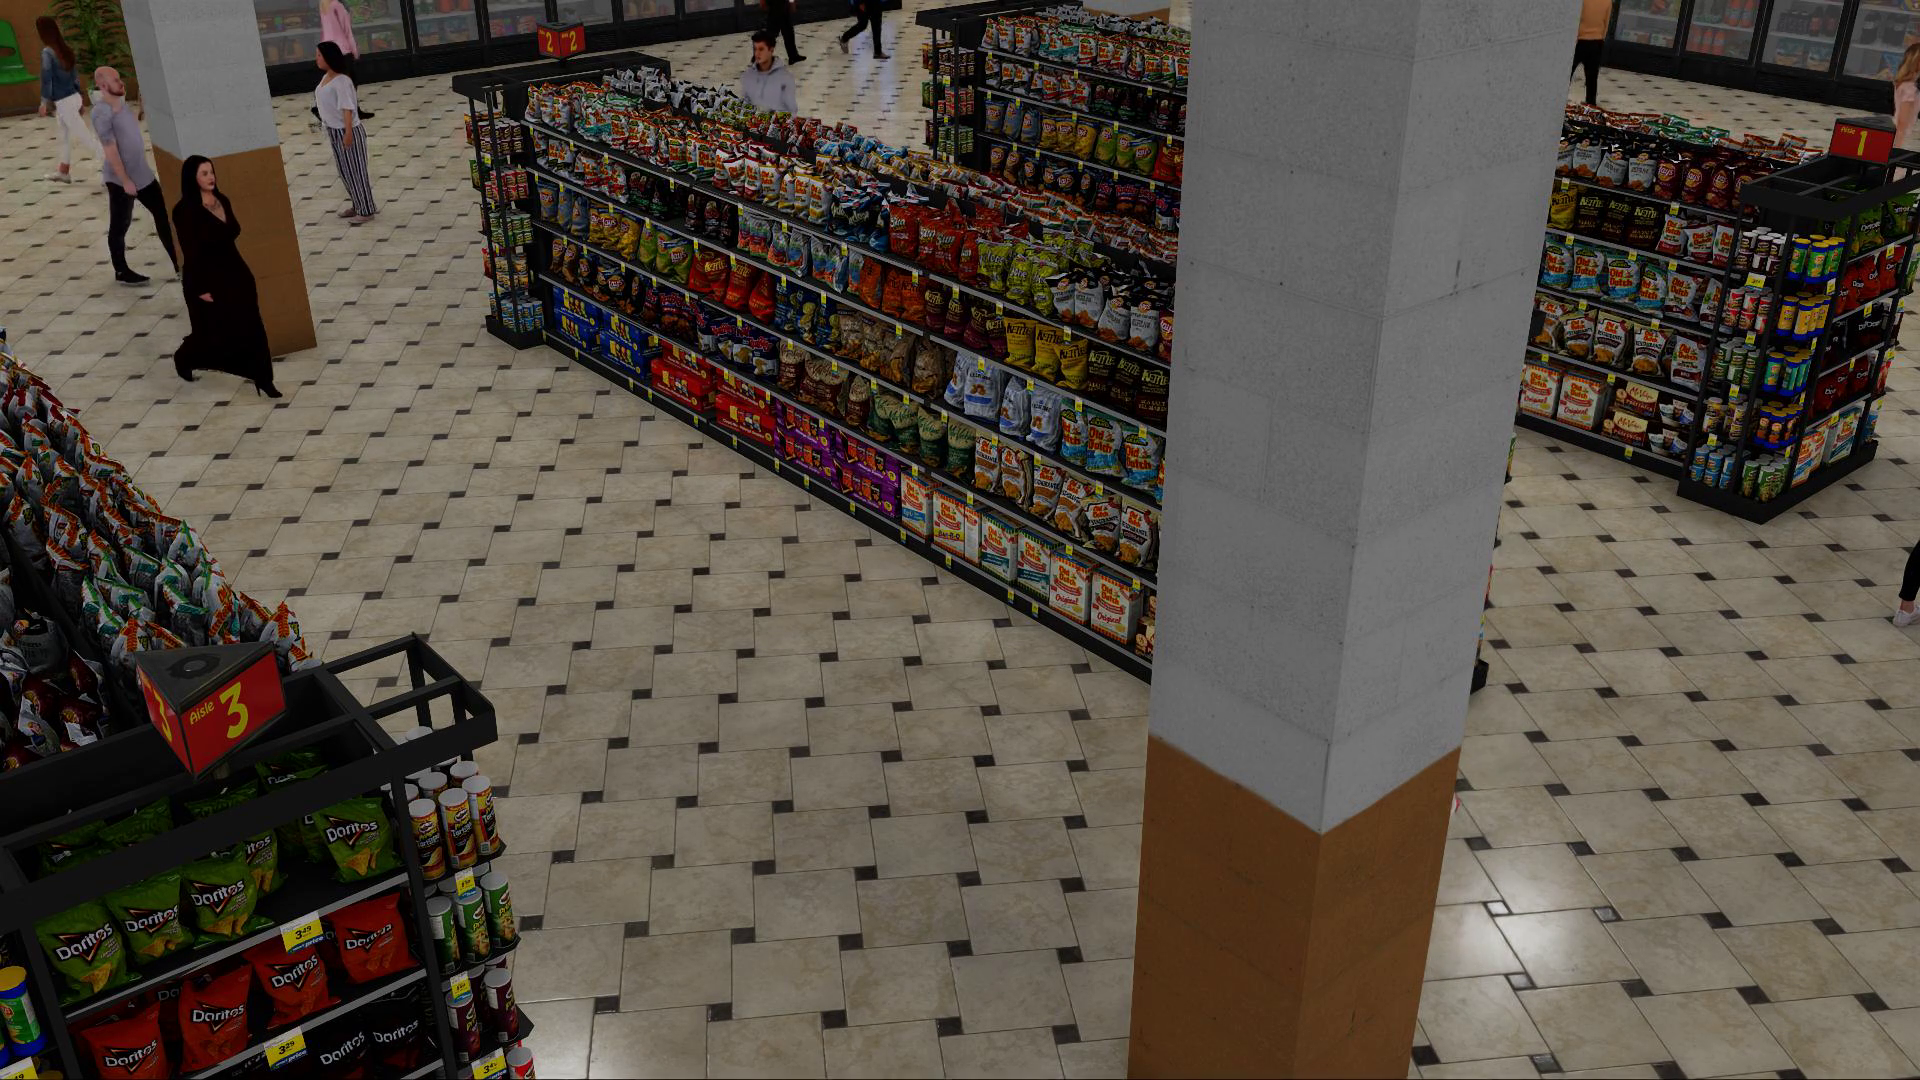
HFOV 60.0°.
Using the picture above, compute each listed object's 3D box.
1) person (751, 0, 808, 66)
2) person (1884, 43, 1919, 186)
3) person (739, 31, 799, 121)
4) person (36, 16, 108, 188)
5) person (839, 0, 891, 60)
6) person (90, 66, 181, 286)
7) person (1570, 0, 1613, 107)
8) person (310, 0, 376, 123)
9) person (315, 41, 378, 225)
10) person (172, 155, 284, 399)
[{"bbox_3d":[-2.484,-7.162,21.979,1.263,1.885,0.895,22,34,36],"label":"person"},{"bbox_3d":[8.219,-3.481,14.794,0.812,1.820,0.749,10,28,18],"label":"person"},{"bbox_3d":[-1.652,-3.612,14.973,1.167,1.891,1.104,10,28,18],"label":"person"},{"bbox_3d":[-8.860,-4.354,16.689,1.089,1.662,1.135,-2,27,-4],"label":"person"},{"bbox_3d":[-1.333,-7.385,22.740,1.079,1.594,0.858,14,30,25],"label":"person"},{"bbox_3d":[-7.044,-3.017,13.890,1.076,1.809,1.048,-1,27,-1],"label":"person"},{"bbox_3d":[7.263,-5.666,19.231,1.120,1.704,1.257,-1,27,-3],"label":"person"},{"bbox_3d":[-7.211,-5.595,19.134,0.992,1.664,0.703,24,35,39],"label":"person"},{"bbox_3d":[-5.798,-3.845,15.666,0.767,1.680,0.586,-17,31,-30],"label":"person"},{"bbox_3d":[-5.240,-1.784,11.550,1.166,1.727,0.974,10,29,19],"label":"person"}]
